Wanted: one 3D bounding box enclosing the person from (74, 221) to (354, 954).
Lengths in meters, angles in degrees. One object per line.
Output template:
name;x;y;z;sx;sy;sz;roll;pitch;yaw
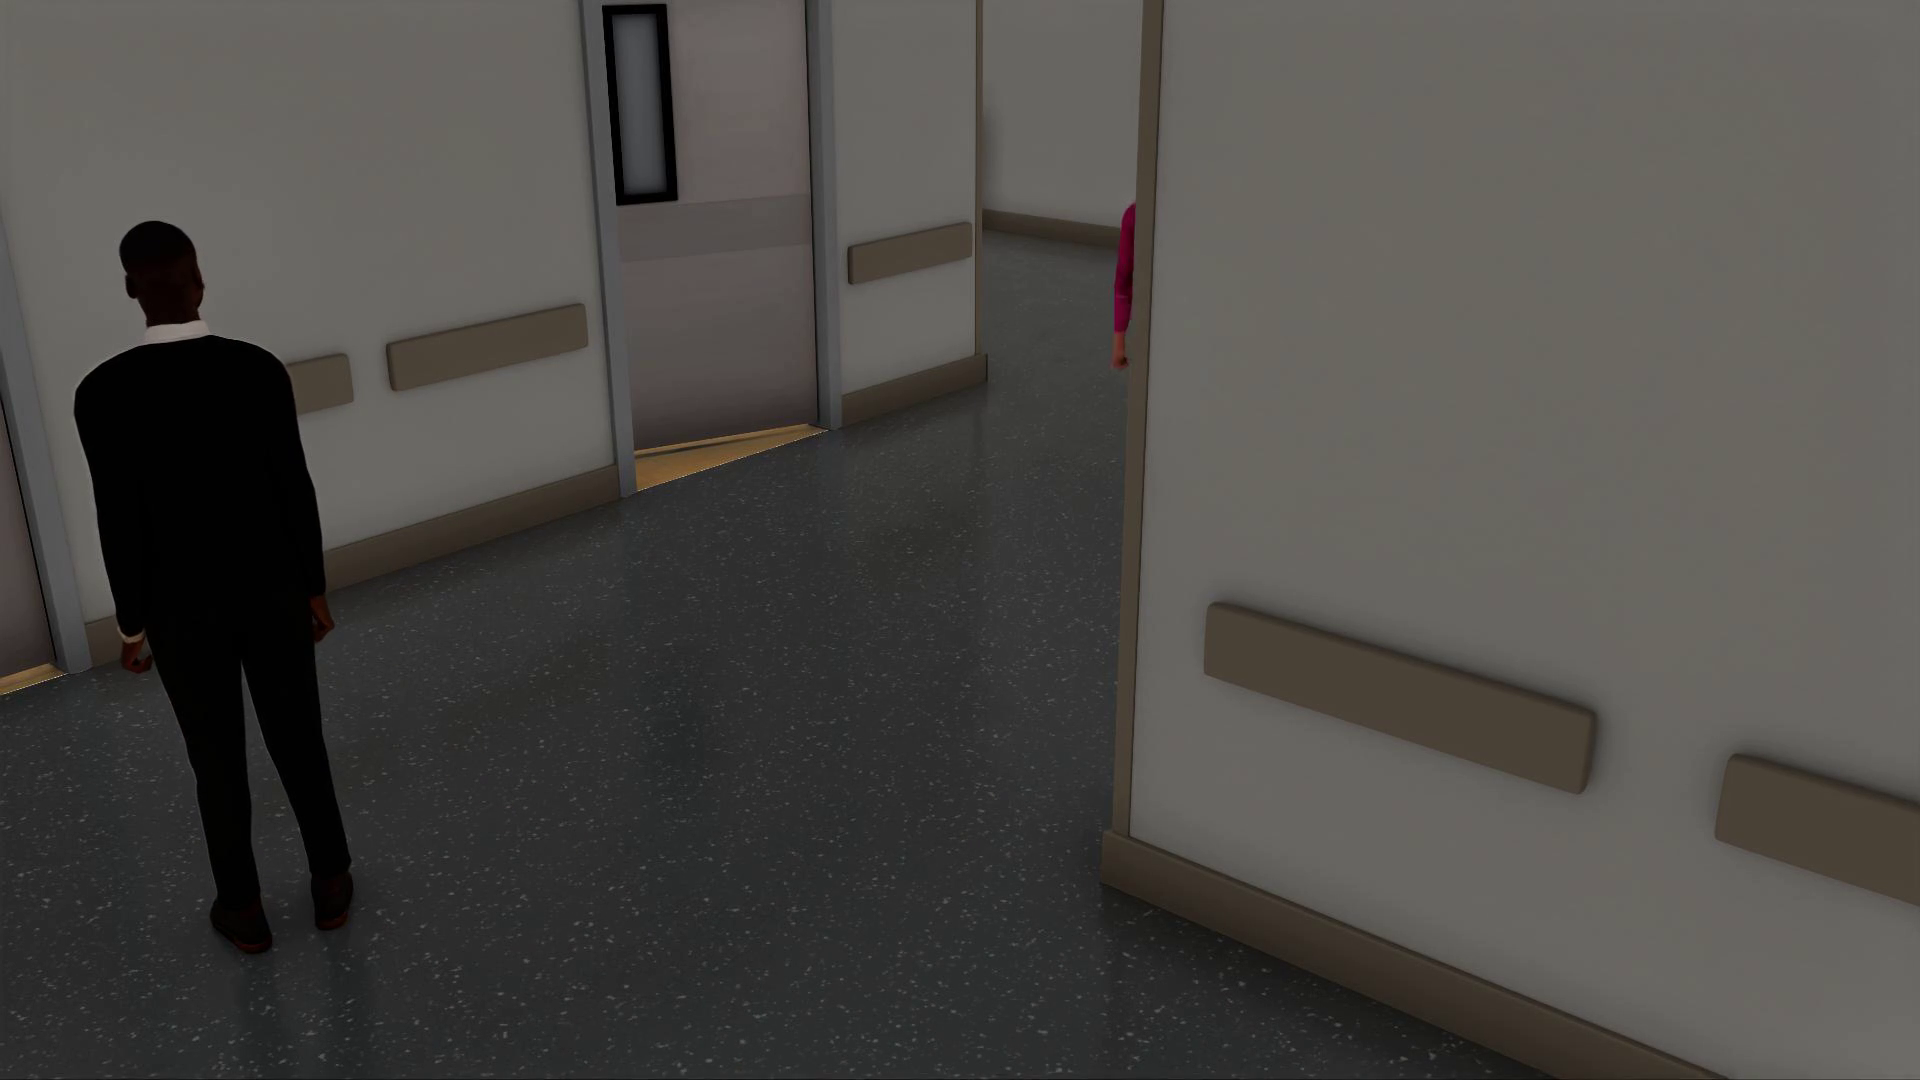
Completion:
person;-1.749;0.144;3.976;0.590;1.809;0.758;-13;24;-30
